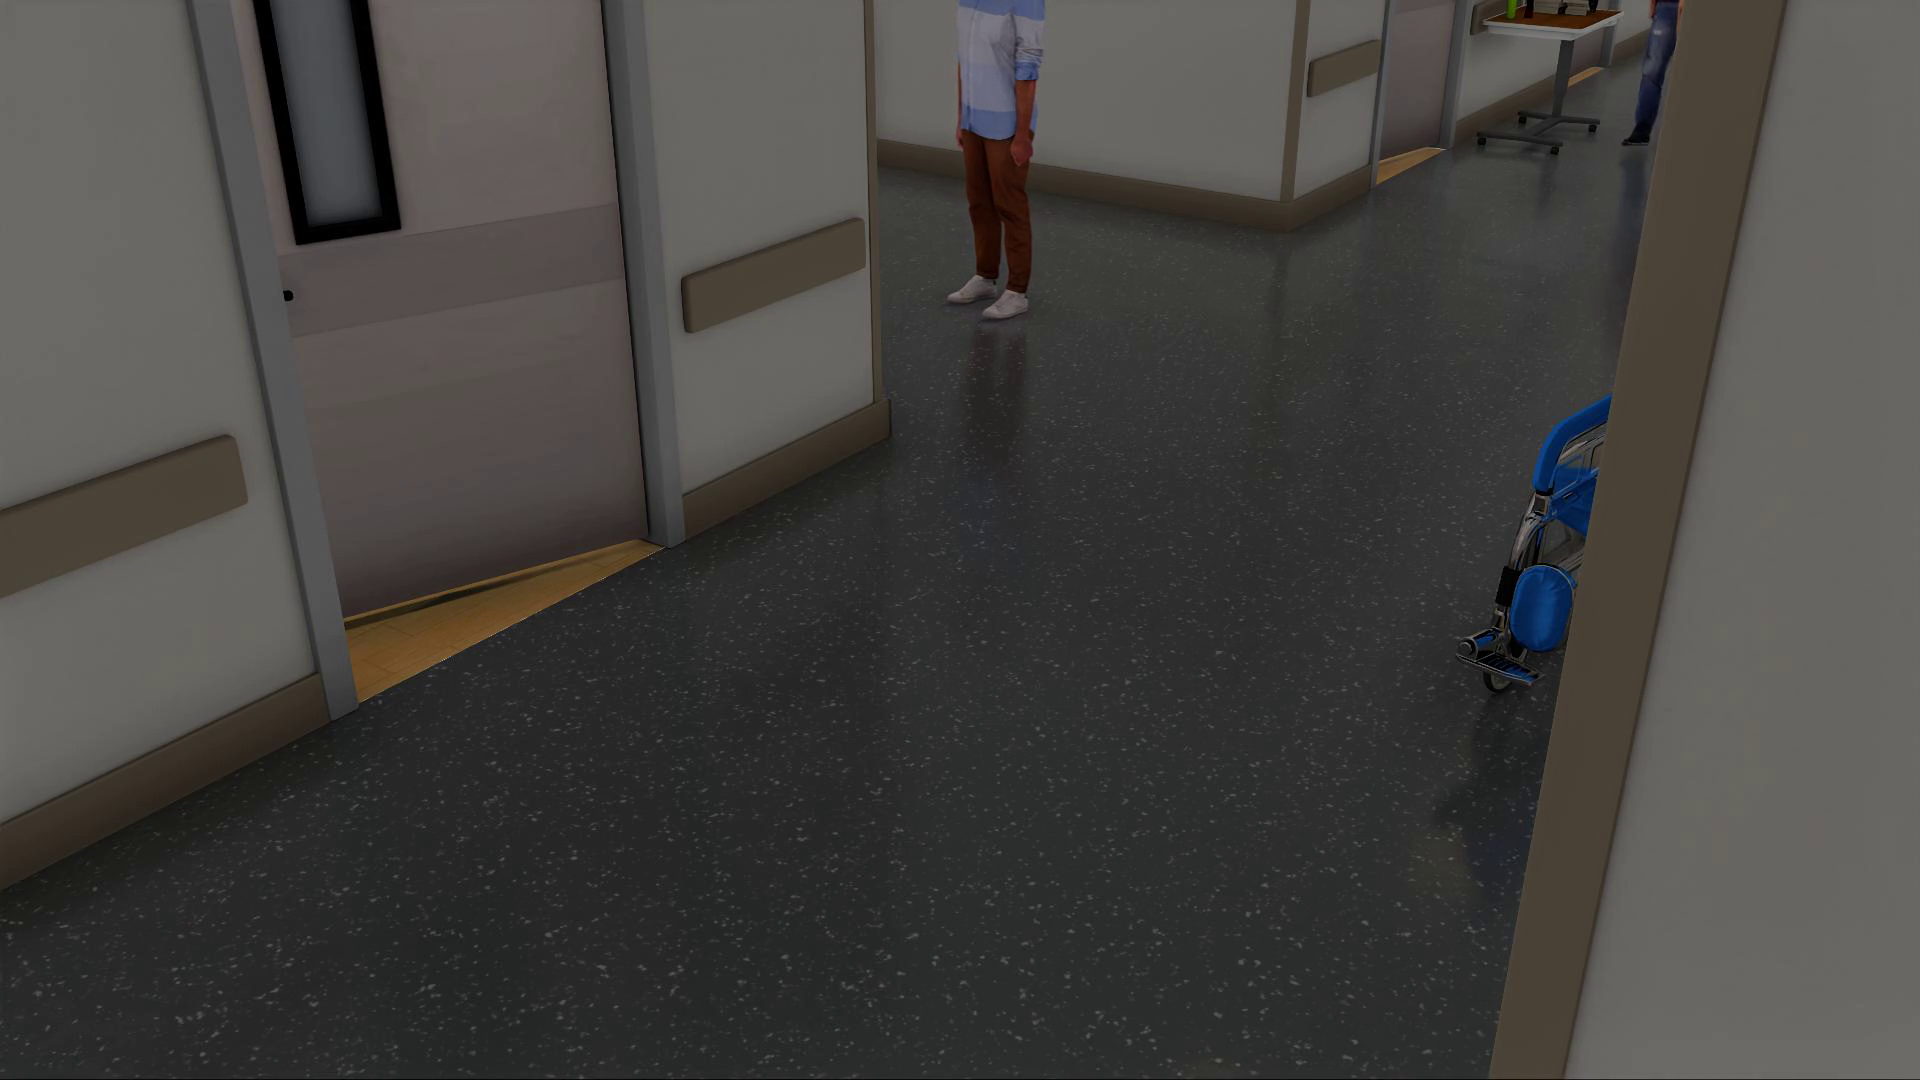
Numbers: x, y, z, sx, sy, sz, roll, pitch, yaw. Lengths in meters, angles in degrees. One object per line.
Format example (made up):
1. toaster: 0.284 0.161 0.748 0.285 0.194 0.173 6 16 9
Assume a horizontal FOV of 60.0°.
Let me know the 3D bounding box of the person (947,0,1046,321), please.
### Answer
1. person: 0.172 -1.951 7.630 0.688 1.823 0.743 -19 31 -34
